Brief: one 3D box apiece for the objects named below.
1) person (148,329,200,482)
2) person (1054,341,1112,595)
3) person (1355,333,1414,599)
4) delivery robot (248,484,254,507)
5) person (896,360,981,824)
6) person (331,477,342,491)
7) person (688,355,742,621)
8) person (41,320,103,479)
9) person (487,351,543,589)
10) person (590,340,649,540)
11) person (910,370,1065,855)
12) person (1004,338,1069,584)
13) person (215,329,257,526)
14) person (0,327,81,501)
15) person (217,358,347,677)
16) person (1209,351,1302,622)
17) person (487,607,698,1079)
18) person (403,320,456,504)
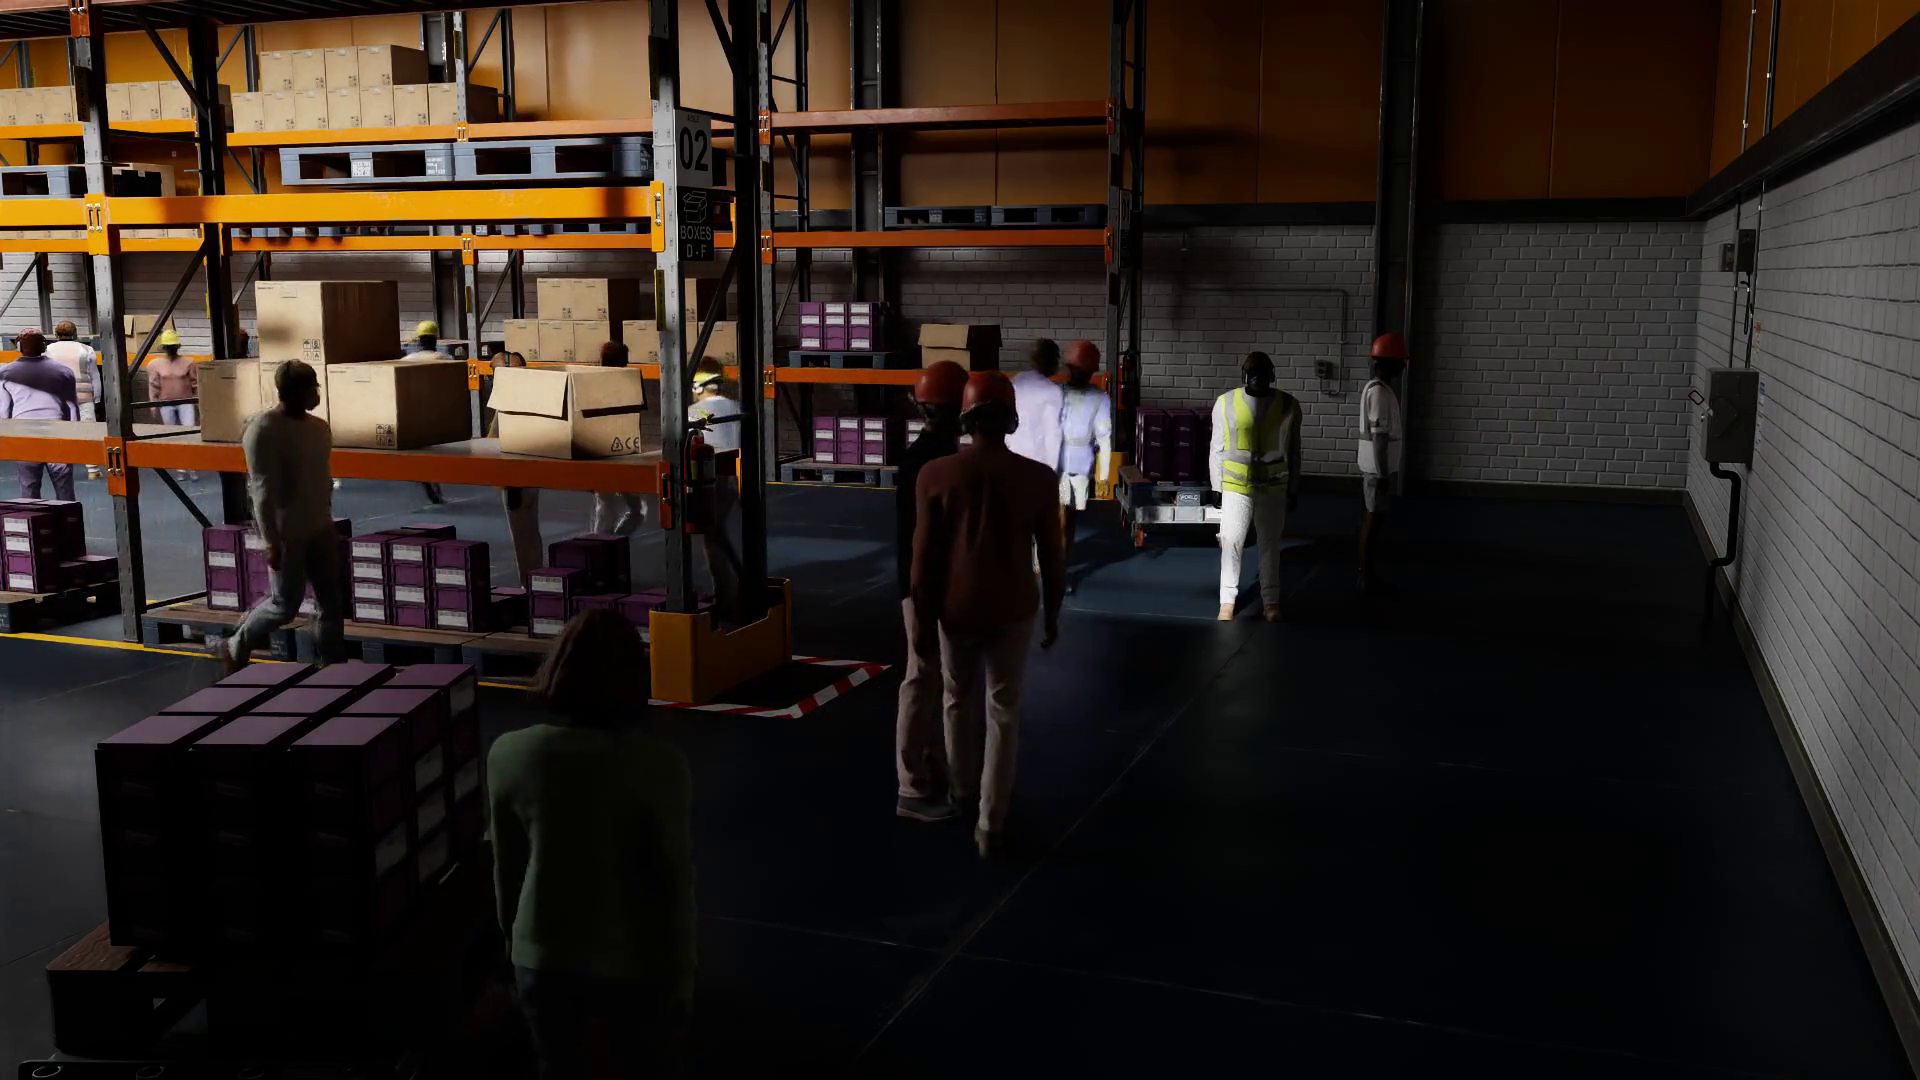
[{"bbox_3d":[-8.916,-1.516,18.899,0.534,1.748,0.563,-4,10,-21],"label":"person"},{"bbox_3d":[0.830,-0.533,12.333,0.558,1.868,0.869,-1,9,-4],"label":"person"},{"bbox_3d":[3.102,-0.540,12.178,0.364,1.934,0.552,2,9,11],"label":"person"},{"bbox_3d":[-6.555,-0.484,15.854,0.707,0.478,0.477,-5,10,-28],"label":"delivery robot"},{"bbox_3d":[-0.088,0.216,7.249,0.395,1.992,0.622,2,9,13],"label":"person"},{"bbox_3d":[-6.989,-1.456,18.157,0.328,1.865,0.521,1,9,5],"label":"person"},{"bbox_3d":[-1.782,-0.356,11.437,0.678,1.810,0.597,6,11,33],"label":"person"},{"bbox_3d":[-10.207,-1.599,19.125,0.627,1.844,0.429,-3,10,-21],"label":"person"},{"bbox_3d":[-3.086,-0.393,11.580,0.429,1.837,0.628,-2,9,-12],"label":"person"},{"bbox_3d":[-2.589,-0.556,12.470,0.415,1.871,0.610,5,11,31],"label":"person"},{"bbox_3d":[0.116,0.269,7.009,0.649,1.956,0.889,0,9,-2],"label":"person"},{"bbox_3d":[0.582,-0.551,12.426,0.815,1.891,0.655,-5,10,-30],"label":"person"},{"bbox_3d":[-6.562,-0.963,15.016,0.649,1.870,0.613,-2,9,-12],"label":"person"},{"bbox_3d":[-7.977,-0.883,14.422,0.638,1.910,0.407,-7,11,-36],"label":"person"},{"bbox_3d":[-3.694,-0.043,9.143,0.818,1.915,0.634,3,10,21],"label":"person"},{"bbox_3d":[2.010,-0.358,11.335,0.625,1.844,0.429,1,9,4],"label":"person"},{"bbox_3d":[-0.828,0.957,3.778,0.516,1.616,0.355,1,9,9],"label":"person"},{"bbox_3d":[-5.422,-1.288,16.992,0.611,1.903,0.610,0,9,1],"label":"person"}]
